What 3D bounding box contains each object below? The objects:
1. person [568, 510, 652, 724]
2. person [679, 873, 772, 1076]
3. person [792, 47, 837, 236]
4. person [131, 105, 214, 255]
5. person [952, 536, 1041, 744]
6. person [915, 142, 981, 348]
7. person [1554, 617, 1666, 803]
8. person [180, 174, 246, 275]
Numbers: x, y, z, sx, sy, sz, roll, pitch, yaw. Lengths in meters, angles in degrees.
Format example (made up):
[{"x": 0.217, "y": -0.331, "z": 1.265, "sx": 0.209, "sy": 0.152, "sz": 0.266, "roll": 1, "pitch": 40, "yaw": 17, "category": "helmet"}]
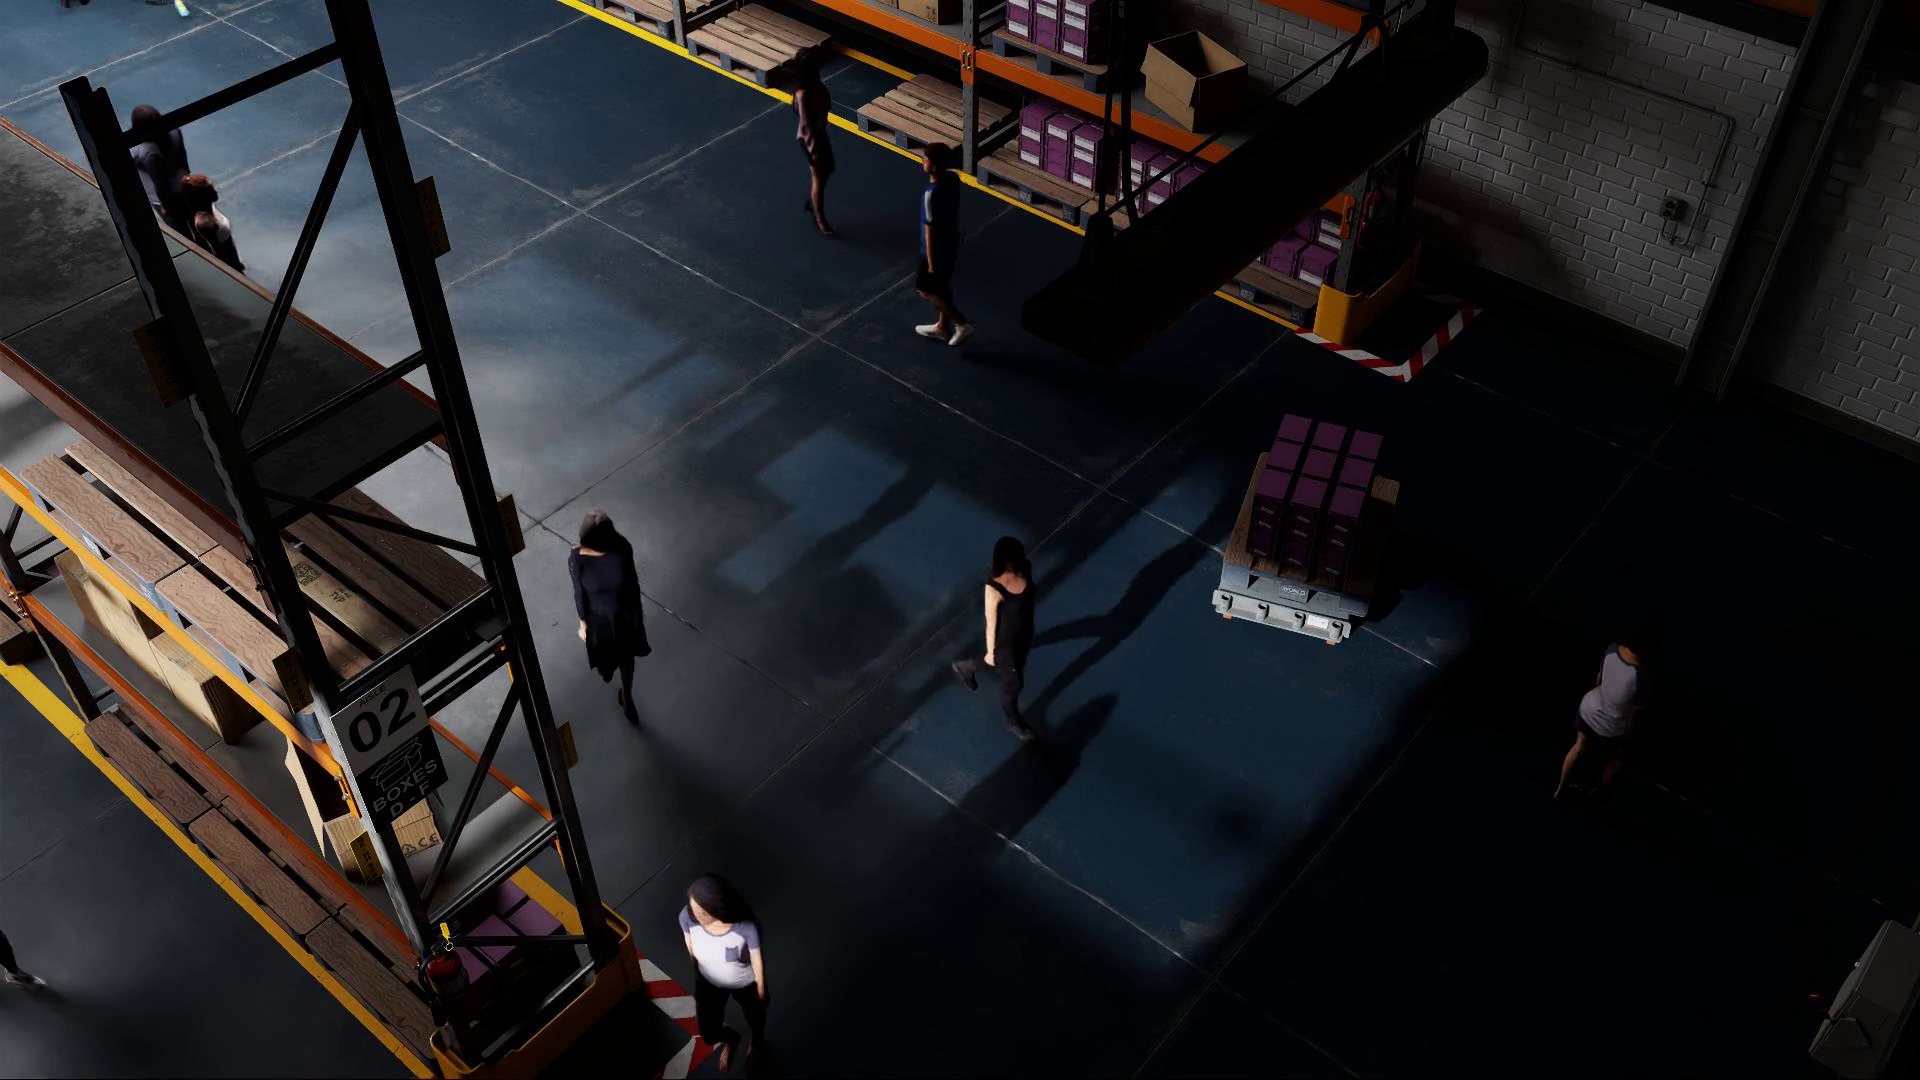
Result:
[{"x": -2.237, "y": 0.441, "z": 10.511, "sx": 0.748, "sy": 1.737, "sz": 0.878, "roll": -22, "pitch": 48, "yaw": -22, "category": "person"}, {"x": -1.175, "y": 2.201, "z": 8.698, "sx": 0.703, "sy": 1.690, "sz": 0.783, "roll": 4, "pitch": 44, "yaw": 4, "category": "person"}, {"x": -1.334, "y": -3.504, "z": 14.601, "sx": 0.730, "sy": 1.808, "sz": 0.744, "roll": 8, "pitch": 44, "yaw": 8, "category": "person"}, {"x": -6.745, "y": -3.002, "z": 14.227, "sx": 0.825, "sy": 1.596, "sz": 0.793, "roll": 6, "pitch": 44, "yaw": 6, "category": "person"}, {"x": 0.241, "y": 0.568, "z": 10.422, "sx": 0.962, "sy": 1.676, "sz": 0.635, "roll": 26, "pitch": 49, "yaw": 24, "category": "person"}, {"x": -0.085, "y": -2.340, "z": 13.346, "sx": 0.932, "sy": 1.855, "sz": 0.787, "roll": 15, "pitch": 46, "yaw": 16, "category": "person"}, {"x": 3.853, "y": 1.078, "z": 9.980, "sx": 0.740, "sy": 1.548, "sz": 0.653, "roll": -18, "pitch": 46, "yaw": -18, "category": "person"}, {"x": -5.810, "y": -2.124, "z": 13.202, "sx": 0.730, "sy": 1.740, "sz": 0.627, "roll": -13, "pitch": 45, "yaw": -13, "category": "person"}]
